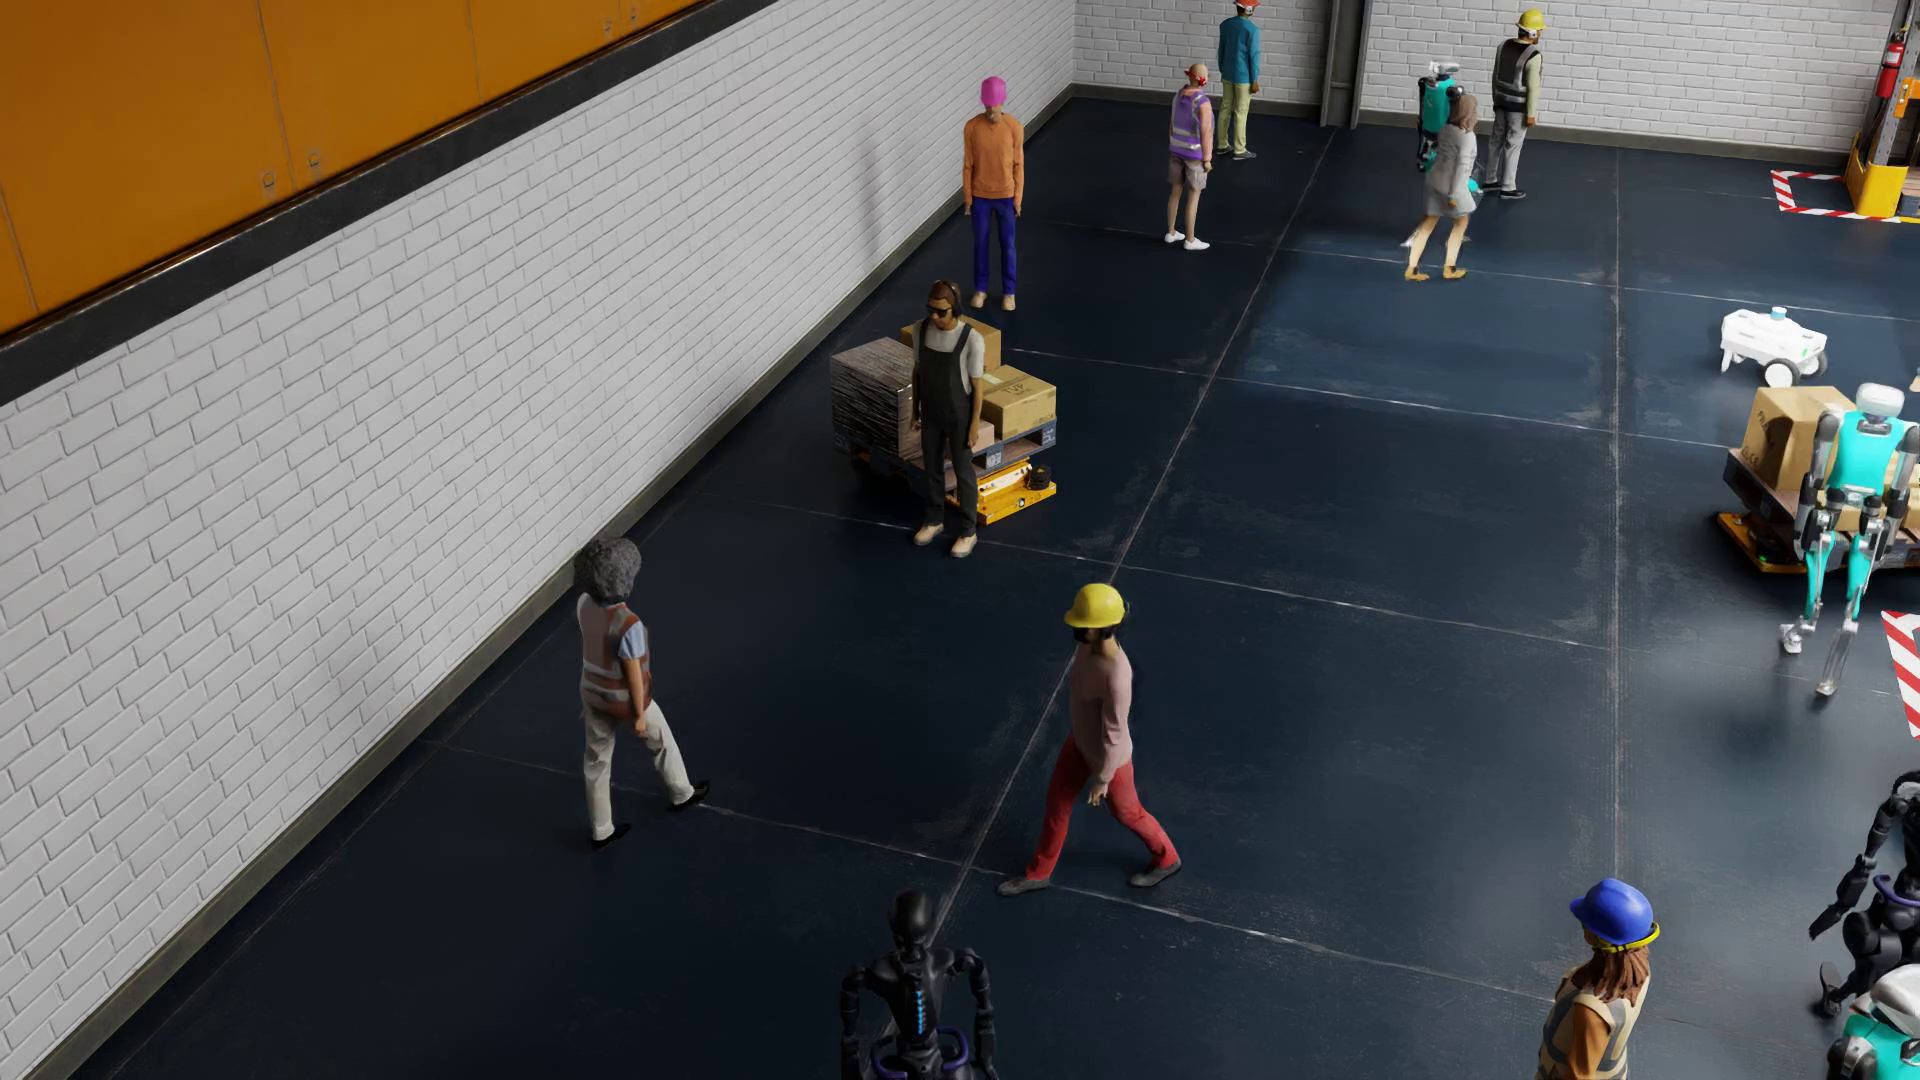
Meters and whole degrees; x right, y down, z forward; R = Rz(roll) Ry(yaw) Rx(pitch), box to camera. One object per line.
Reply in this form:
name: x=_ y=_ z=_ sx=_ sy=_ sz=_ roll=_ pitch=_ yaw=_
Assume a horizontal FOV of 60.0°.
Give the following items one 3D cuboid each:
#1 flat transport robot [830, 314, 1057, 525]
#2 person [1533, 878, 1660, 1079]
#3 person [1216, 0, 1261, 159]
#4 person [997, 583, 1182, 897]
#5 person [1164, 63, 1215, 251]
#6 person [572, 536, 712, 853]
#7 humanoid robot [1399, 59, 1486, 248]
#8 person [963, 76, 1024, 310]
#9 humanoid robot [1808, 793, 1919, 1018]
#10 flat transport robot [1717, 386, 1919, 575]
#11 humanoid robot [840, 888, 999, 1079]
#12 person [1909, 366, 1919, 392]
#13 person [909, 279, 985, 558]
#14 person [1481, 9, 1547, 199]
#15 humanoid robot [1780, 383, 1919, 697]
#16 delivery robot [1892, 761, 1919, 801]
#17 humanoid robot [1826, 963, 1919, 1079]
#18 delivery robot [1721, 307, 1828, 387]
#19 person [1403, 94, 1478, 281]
flat transport robot: x=-0.067 y=-0.537 z=11.539 sx=0.659 sy=0.231 sz=1.431 roll=-25 pitch=38 yaw=-35
person: x=2.176 y=1.908 z=5.890 sx=0.306 sy=1.777 sz=0.476 roll=21 pitch=36 yaw=31
person: x=2.949 y=-4.907 z=17.505 sx=0.326 sy=1.752 sz=0.560 roll=-20 pitch=36 yaw=-30
person: x=0.660 y=0.935 z=7.596 sx=0.887 sy=1.722 sz=0.532 roll=-8 pitch=31 yaw=-14
person: x=2.095 y=-3.491 z=15.156 sx=0.342 sy=1.692 sz=0.493 roll=-21 pitch=36 yaw=-31
person: x=-1.589 y=0.696 z=8.057 sx=0.452 sy=1.653 sz=0.778 roll=19 pitch=36 yaw=29
humanoid robot: x=4.519 y=-3.505 z=15.166 sx=0.872 sy=1.771 sz=0.541 roll=-13 pitch=33 yaw=-20
person: x=0.274 y=-2.880 z=13.850 sx=0.511 sy=1.975 sz=0.406 roll=4 pitch=31 yaw=6
humanoid robot: x=3.788 y=1.491 z=6.732 sx=0.625 sy=1.617 sz=0.773 roll=0 pitch=30 yaw=1
flat transport robot: x=5.721 y=-0.039 z=10.692 sx=1.431 sy=0.231 sz=0.659 roll=-1 pitch=30 yaw=-2
humanoid robot: x=-0.128 y=1.950 z=5.921 sx=0.609 sy=1.640 sz=0.489 roll=-6 pitch=31 yaw=-10
person: x=7.450 y=-1.883 z=12.257 sx=0.370 sy=1.863 sz=0.536 roll=2 pitch=31 yaw=4
person: x=-0.089 y=-0.771 z=10.390 sx=0.510 sy=1.838 sz=0.330 roll=17 pitch=34 yaw=26
person: x=5.479 y=-4.297 z=16.393 sx=0.404 sy=1.829 sz=0.599 roll=-12 pitch=33 yaw=-20
humanoid robot: x=4.818 y=0.073 z=9.061 sx=0.538 sy=1.758 sz=0.947 roll=11 pitch=32 yaw=18
delivery robot: x=5.121 y=1.244 z=8.218 sx=0.499 sy=0.587 sz=0.788 roll=-16 pitch=34 yaw=-25
humanoid robot: x=3.051 y=2.220 z=5.414 sx=0.535 sy=1.821 sz=0.678 roll=-20 pitch=36 yaw=-30
delivery robot: x=6.316 y=-1.492 z=12.899 sx=0.503 sy=0.612 sz=0.783 roll=-22 pitch=37 yaw=-33
person: x=4.233 y=-3.039 z=14.438 sx=0.683 sy=1.625 sz=0.511 roll=-14 pitch=33 yaw=-22
